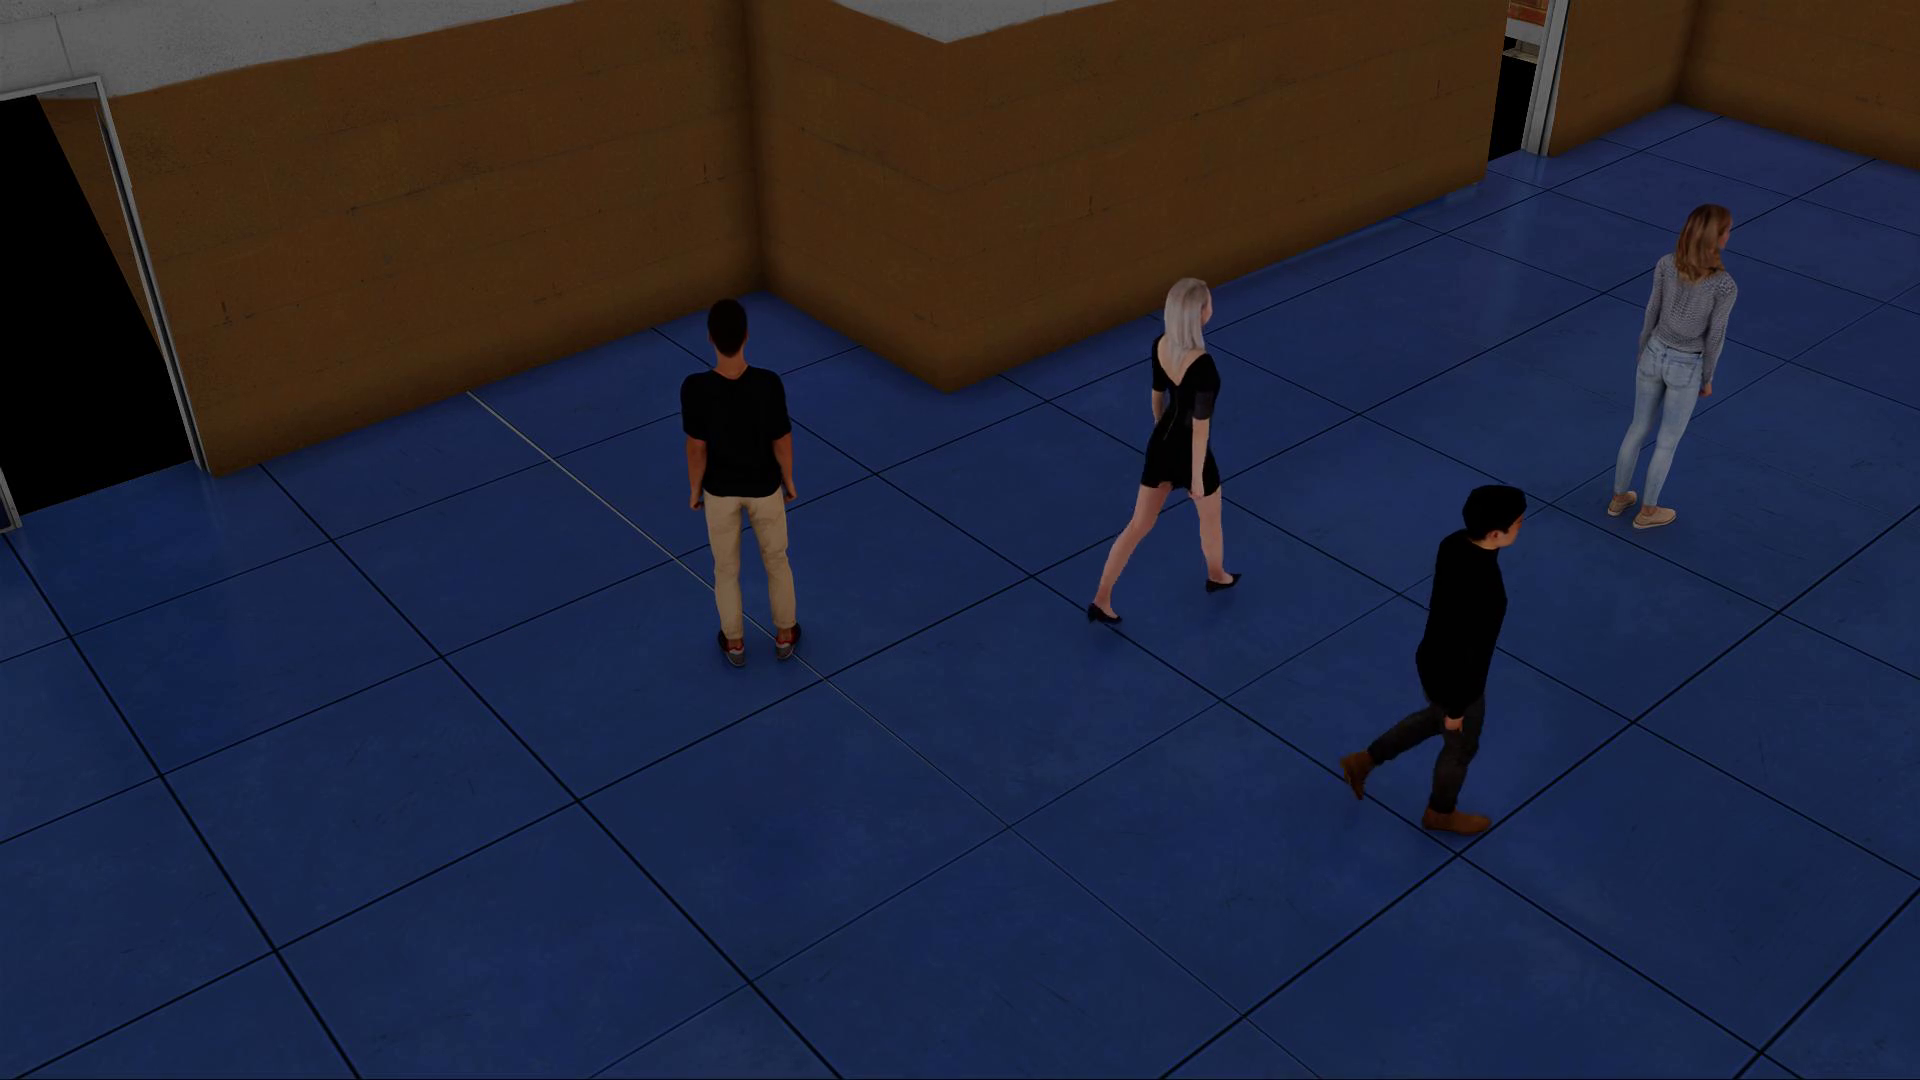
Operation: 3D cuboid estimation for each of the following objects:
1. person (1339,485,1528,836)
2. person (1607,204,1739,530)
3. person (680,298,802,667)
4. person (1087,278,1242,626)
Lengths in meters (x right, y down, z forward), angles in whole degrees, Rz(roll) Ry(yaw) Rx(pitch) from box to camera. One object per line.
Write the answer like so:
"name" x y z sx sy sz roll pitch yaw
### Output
"person" 1.910 0.496 6.645 1.020 1.709 0.966 2 34 4
"person" 3.706 -0.891 8.653 0.657 1.795 0.440 -22 39 -29
"person" -0.988 -0.237 7.589 0.716 1.858 0.708 -5 34 -8
"person" 0.946 -0.341 7.837 0.711 1.782 1.121 -22 40 -30
